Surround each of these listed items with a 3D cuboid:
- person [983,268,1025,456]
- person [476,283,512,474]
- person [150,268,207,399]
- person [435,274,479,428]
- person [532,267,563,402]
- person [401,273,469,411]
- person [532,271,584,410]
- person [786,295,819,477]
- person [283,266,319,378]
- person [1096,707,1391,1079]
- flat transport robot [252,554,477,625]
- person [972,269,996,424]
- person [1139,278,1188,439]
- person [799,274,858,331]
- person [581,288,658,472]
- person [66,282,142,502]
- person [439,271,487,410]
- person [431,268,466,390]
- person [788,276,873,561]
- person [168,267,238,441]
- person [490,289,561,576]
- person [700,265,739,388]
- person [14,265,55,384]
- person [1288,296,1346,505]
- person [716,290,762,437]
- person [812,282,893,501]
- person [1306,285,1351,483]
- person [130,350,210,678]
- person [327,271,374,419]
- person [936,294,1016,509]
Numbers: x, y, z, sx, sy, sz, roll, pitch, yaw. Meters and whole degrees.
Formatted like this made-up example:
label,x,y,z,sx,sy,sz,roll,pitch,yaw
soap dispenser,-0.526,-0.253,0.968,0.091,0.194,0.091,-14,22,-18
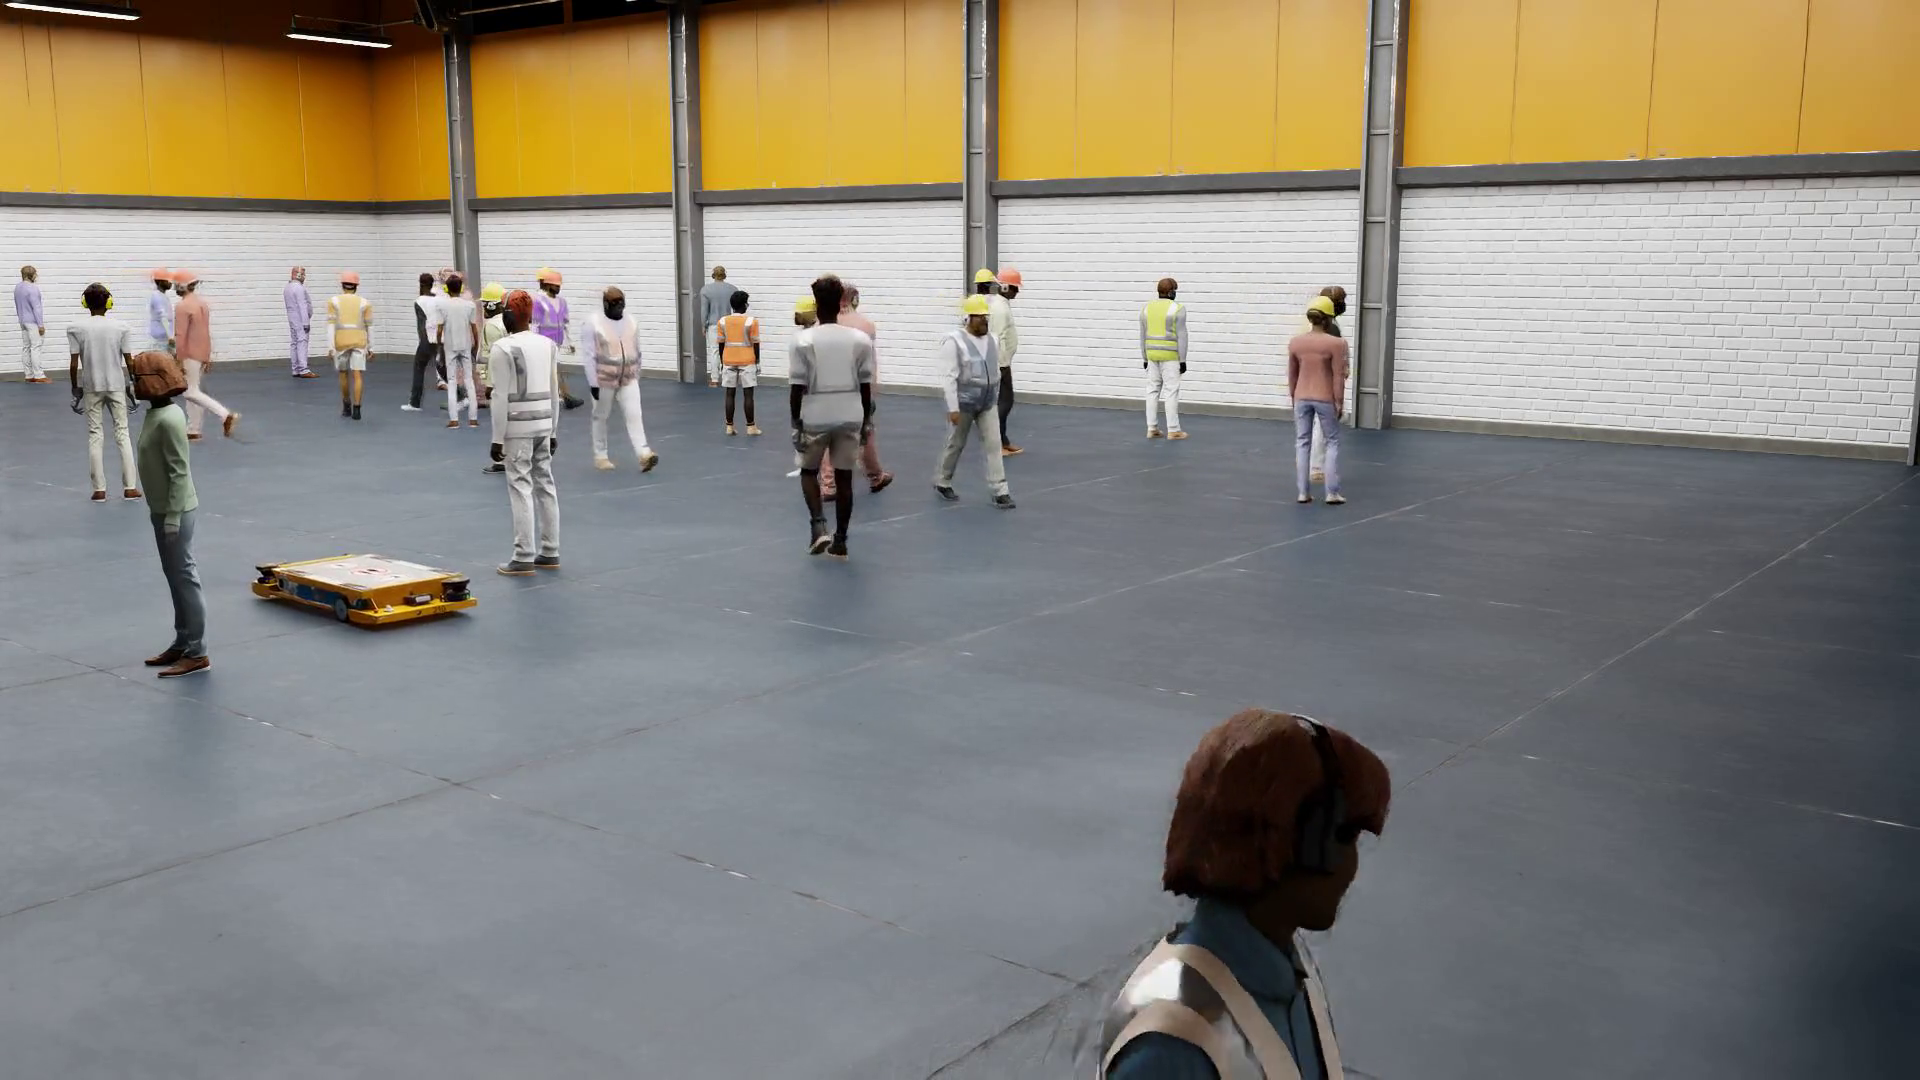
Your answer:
label,x,y,z,sx,sy,sz,roll,pitch,yaw
person,0.461,-1.861,17.447,0.437,1.973,0.633,0,10,-2
person,-4.450,-1.551,16.040,0.404,1.832,0.600,1,10,4
person,-11.420,-2.984,24.147,0.879,1.904,0.568,-3,10,-15
person,-6.123,-2.293,20.267,0.534,1.864,0.310,-5,11,-26
person,-5.922,-2.933,23.808,0.375,1.925,0.595,-5,11,-26
person,-7.074,-2.647,22.406,0.955,1.853,0.591,4,11,23
person,-5.565,-2.726,22.748,1.053,1.880,0.559,6,12,32
person,-1.352,-1.447,15.754,0.535,1.733,0.494,-4,11,-22
person,-11.309,-3.731,28.534,0.407,1.902,0.638,-9,13,-43
person,0.250,1.001,1.839,0.327,1.610,0.617,5,11,27
flat transport robot,-3.584,0.273,9.960,1.431,0.197,0.652,8,13,40
person,0.308,-2.399,20.701,0.378,1.925,0.594,9,13,41
person,2.352,-2.074,19.056,0.624,1.845,0.430,9,13,43
person,-1.322,-1.821,17.413,0.628,1.895,0.943,2,10,13
person,-3.296,-1.530,16.070,0.630,1.781,1.012,-7,12,-34
person,-7.326,-1.260,14.239,0.536,1.869,0.314,-5,11,-25
person,-6.818,-2.688,22.544,0.821,1.871,0.712,-5,11,-28
person,-7.978,-3.283,25.941,0.401,1.903,0.644,2,10,13
person,-0.889,-0.827,11.456,0.600,1.953,0.410,-3,10,-16
person,-8.523,-2.064,18.635,0.770,1.974,0.622,0,10,2
person,-2.864,-0.705,10.981,0.338,1.882,0.572,5,11,25
person,-3.804,-3.388,26.424,0.635,1.937,0.352,-3,10,-18
person,-15.126,-3.505,27.113,0.631,1.939,0.372,6,12,33
person,3.012,-1.170,14.047,0.542,1.763,0.360,7,12,34
person,-2.556,-2.044,19.314,0.538,1.692,0.320,3,10,16
person,-0.946,-1.292,14.433,0.681,1.856,0.967,4,11,23
person,3.391,-1.424,15.315,0.460,1.826,0.658,1,10,6
person,-3.984,-0.133,8.359,0.279,1.634,0.499,-7,12,-34
person,-7.878,-2.524,21.536,0.554,1.885,0.943,-4,10,-20
person,0.101,-1.176,14.011,0.615,1.787,0.933,-7,12,-33
